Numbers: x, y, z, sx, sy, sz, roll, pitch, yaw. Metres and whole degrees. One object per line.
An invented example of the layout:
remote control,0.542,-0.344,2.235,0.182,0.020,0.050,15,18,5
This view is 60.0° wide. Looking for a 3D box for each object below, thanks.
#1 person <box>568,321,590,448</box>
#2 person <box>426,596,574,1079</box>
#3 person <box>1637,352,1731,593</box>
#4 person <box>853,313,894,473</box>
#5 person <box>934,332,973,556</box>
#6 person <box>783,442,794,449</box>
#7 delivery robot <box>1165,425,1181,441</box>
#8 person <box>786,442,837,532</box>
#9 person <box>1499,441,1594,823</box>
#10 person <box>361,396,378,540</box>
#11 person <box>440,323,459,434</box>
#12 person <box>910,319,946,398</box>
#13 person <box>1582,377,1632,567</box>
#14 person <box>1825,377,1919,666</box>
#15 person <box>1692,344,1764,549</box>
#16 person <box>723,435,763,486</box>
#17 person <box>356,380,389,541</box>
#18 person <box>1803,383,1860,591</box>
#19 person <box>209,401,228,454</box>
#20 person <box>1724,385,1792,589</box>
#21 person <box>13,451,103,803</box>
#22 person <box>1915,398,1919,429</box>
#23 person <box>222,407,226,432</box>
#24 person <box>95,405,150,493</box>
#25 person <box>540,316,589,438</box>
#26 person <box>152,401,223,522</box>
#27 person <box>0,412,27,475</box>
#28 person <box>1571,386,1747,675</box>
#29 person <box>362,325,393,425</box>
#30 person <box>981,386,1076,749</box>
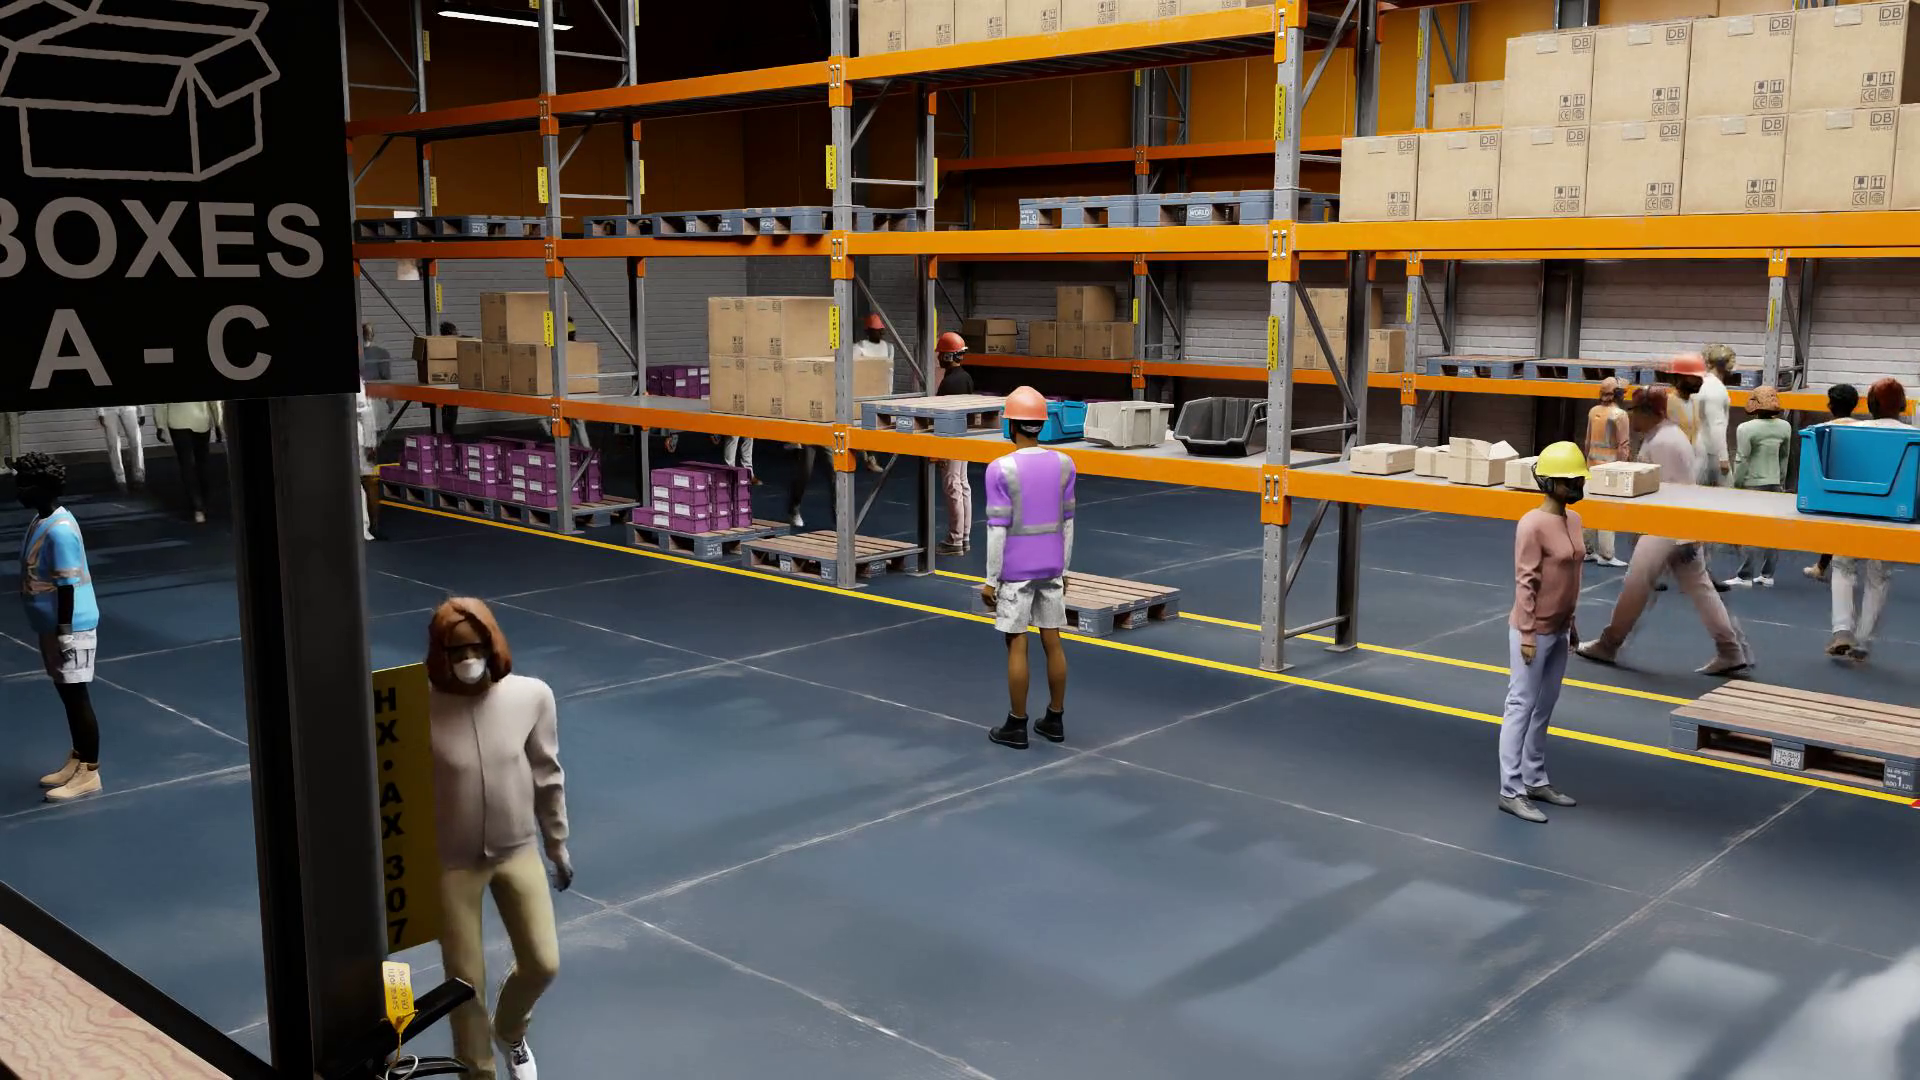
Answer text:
person,-5.121,-1.931,21.864,0.997,1.865,0.600,9,13,44
person,-1.408,0.958,4.897,0.531,1.620,0.370,-5,11,-28
person,5.674,-0.505,13.011,0.560,1.902,0.855,-6,11,-32
person,-1.118,-1.863,21.003,0.615,2.021,0.620,-6,11,-34
person,-0.068,-0.856,14.903,0.375,1.995,0.611,3,10,16
person,-2.360,-2.281,23.645,0.399,1.989,0.622,2,9,11
delivery robot,2.641,-1.235,21.339,0.477,0.478,0.707,-6,11,-34
person,-1.401,-1.019,16.278,0.596,1.879,1.007,-6,11,-33
person,2.758,0.418,7.787,0.524,1.769,0.325,-9,13,-43
person,-5.726,-0.790,15.592,0.517,1.636,0.313,-7,12,-36
person,-7.180,-2.112,23.186,0.572,1.814,0.408,8,12,39
person,-0.389,-2.157,23.178,0.662,1.905,0.405,-6,11,-34
person,5.586,-0.590,14.366,0.310,1.636,0.523,-2,10,-14
person,5.900,-0.113,10.754,0.609,1.864,0.420,3,10,19
person,6.729,-0.784,14.772,1.033,1.883,0.655,4,10,22
person,-2.561,-1.579,19.502,0.356,1.938,0.638,8,12,41
person,-5.718,-0.913,15.606,0.633,1.887,0.512,5,10,26
person,7.026,-0.422,13.289,0.532,1.656,0.881,-1,9,-5
person,-8.498,-1.498,19.424,0.549,1.814,1.008,-2,10,-14
person,6.404,-0.422,13.348,0.502,1.633,0.280,-3,10,-17
person,-4.357,0.412,8.061,0.320,1.694,0.534,-7,11,-36
person,8.351,-0.660,14.242,0.637,1.819,0.731,-8,12,-41
person,-6.973,-1.004,16.278,0.430,1.845,0.624,0,9,0
person,-9.528,-1.438,18.876,0.577,1.855,0.772,-6,11,-34
person,-5.928,-2.412,24.871,0.667,1.852,0.535,-4,10,-26
person,-7.938,-1.188,17.067,0.625,1.942,0.992,-6,11,-34
person,-11.858,-1.731,20.666,0.535,1.864,0.309,2,9,12
person,4.522,-0.059,10.584,1.077,1.826,0.646,6,11,34
person,-7.399,-1.716,20.541,0.701,1.862,1.016,-1,9,-3
person,0.356,0.149,8.910,0.542,1.939,0.366,-5,11,-28
